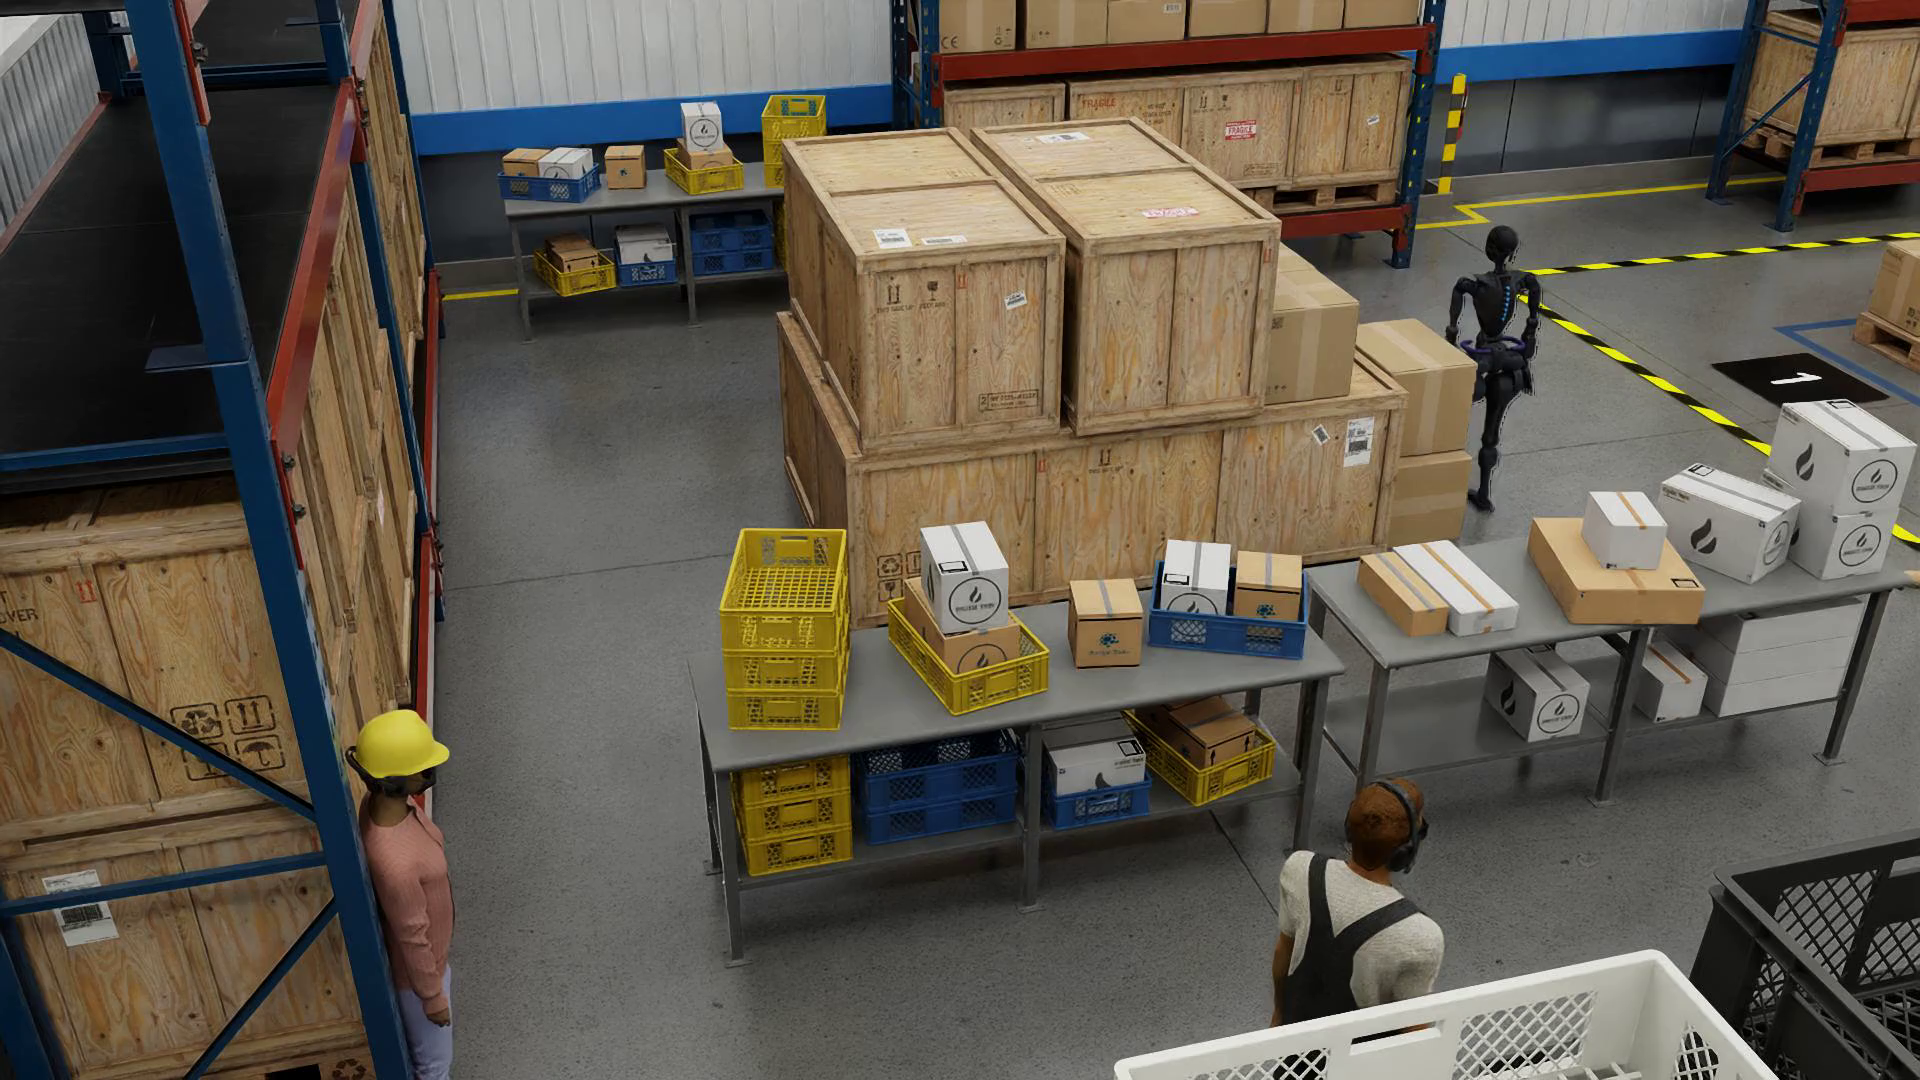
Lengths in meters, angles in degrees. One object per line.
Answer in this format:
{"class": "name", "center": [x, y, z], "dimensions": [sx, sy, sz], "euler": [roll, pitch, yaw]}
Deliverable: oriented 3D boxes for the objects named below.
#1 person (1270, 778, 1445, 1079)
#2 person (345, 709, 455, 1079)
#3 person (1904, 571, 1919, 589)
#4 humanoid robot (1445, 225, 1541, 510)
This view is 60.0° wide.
{"class": "person", "center": [1.112, 1.465, 4.839], "dimensions": [0.504, 1.836, 0.332], "euler": [24, 37, 37]}
{"class": "person", "center": [-1.675, 1.289, 5.234], "dimensions": [0.337, 1.761, 0.522], "euler": [-10, 30, -17]}
{"class": "person", "center": [5.209, -0.553, 8.283], "dimensions": [0.374, 2.044, 0.604], "euler": [1, 29, 2]}
{"class": "humanoid robot", "center": [2.981, -0.979, 9.432], "dimensions": [0.610, 1.646, 0.465], "euler": [-5, 29, -10]}
